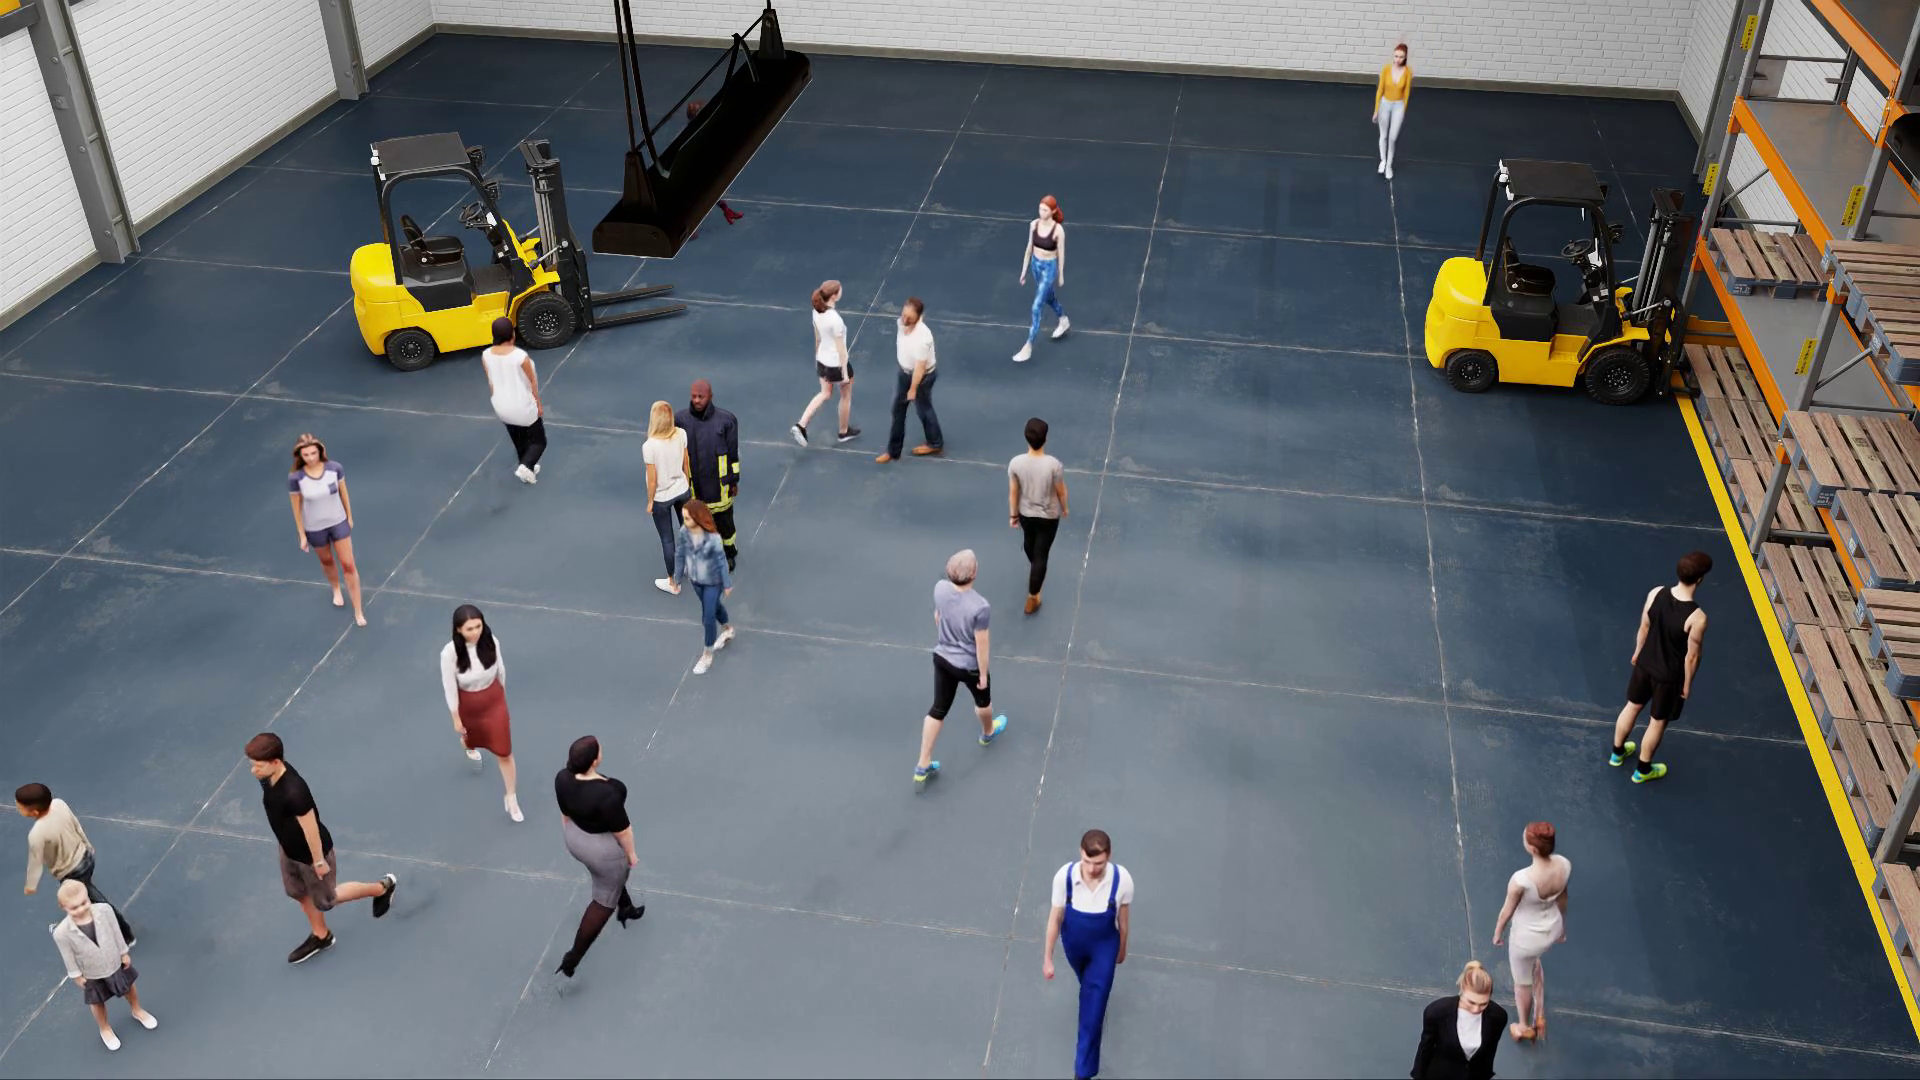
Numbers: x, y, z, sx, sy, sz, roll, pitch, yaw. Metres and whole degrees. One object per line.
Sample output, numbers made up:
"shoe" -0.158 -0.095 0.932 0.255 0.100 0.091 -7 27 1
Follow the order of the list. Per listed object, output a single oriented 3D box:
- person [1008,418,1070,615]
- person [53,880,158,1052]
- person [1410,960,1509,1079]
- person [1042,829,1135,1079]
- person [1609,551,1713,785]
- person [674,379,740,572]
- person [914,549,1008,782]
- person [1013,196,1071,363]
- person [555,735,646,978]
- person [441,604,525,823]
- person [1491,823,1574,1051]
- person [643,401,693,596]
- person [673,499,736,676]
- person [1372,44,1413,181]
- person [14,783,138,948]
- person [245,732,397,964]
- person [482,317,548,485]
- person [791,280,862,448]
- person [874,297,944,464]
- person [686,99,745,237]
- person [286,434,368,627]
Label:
"person" 0.631 -0.178 13.725 0.757 1.684 1.126 12 35 17
"person" -5.189 2.530 10.022 0.587 1.273 0.657 -29 43 -36
"person" 2.674 2.923 9.043 0.655 1.703 0.579 -1 34 -1
"person" 0.769 2.340 9.836 0.649 1.796 1.277 6 34 9
"person" 5.022 0.912 11.901 0.796 1.888 0.717 -18 38 -25
"person" -2.160 -0.567 14.185 0.792 1.822 0.727 0 34 0
"person" -0.056 0.932 11.910 1.054 1.845 1.333 21 39 29
"person" 0.944 -2.821 17.656 1.031 1.735 1.305 25 41 32
"person" -2.316 1.994 10.416 0.949 1.730 1.205 20 38 27
"person" -3.402 1.158 11.681 1.033 1.721 1.132 -18 38 -25
"person" 3.403 2.401 9.761 0.761 1.777 0.804 -7 34 -11
"person" -2.407 -0.364 13.893 0.626 1.809 0.723 -29 43 -36
"person" -1.981 0.275 13.254 0.743 1.451 0.935 17 37 23
"person" 5.706 -5.708 22.001 0.625 1.732 0.800 11 35 15
"person" -5.555 2.085 10.538 0.740 1.443 0.794 -2 34 -3
"person" -4.045 1.880 10.490 0.972 1.838 1.112 28 43 35
"person" -4.111 -1.239 15.332 0.747 1.673 0.768 13 36 19
"person" -1.293 -1.632 15.873 1.075 1.727 0.931 -28 43 -35
"person" -0.355 -1.539 15.674 1.134 1.794 1.088 -12 35 -17
"person" -3.199 -4.466 20.191 1.119 1.668 1.094 -19 38 -26
"person" -5.230 -0.156 13.682 0.908 1.695 1.034 -13 36 -18
